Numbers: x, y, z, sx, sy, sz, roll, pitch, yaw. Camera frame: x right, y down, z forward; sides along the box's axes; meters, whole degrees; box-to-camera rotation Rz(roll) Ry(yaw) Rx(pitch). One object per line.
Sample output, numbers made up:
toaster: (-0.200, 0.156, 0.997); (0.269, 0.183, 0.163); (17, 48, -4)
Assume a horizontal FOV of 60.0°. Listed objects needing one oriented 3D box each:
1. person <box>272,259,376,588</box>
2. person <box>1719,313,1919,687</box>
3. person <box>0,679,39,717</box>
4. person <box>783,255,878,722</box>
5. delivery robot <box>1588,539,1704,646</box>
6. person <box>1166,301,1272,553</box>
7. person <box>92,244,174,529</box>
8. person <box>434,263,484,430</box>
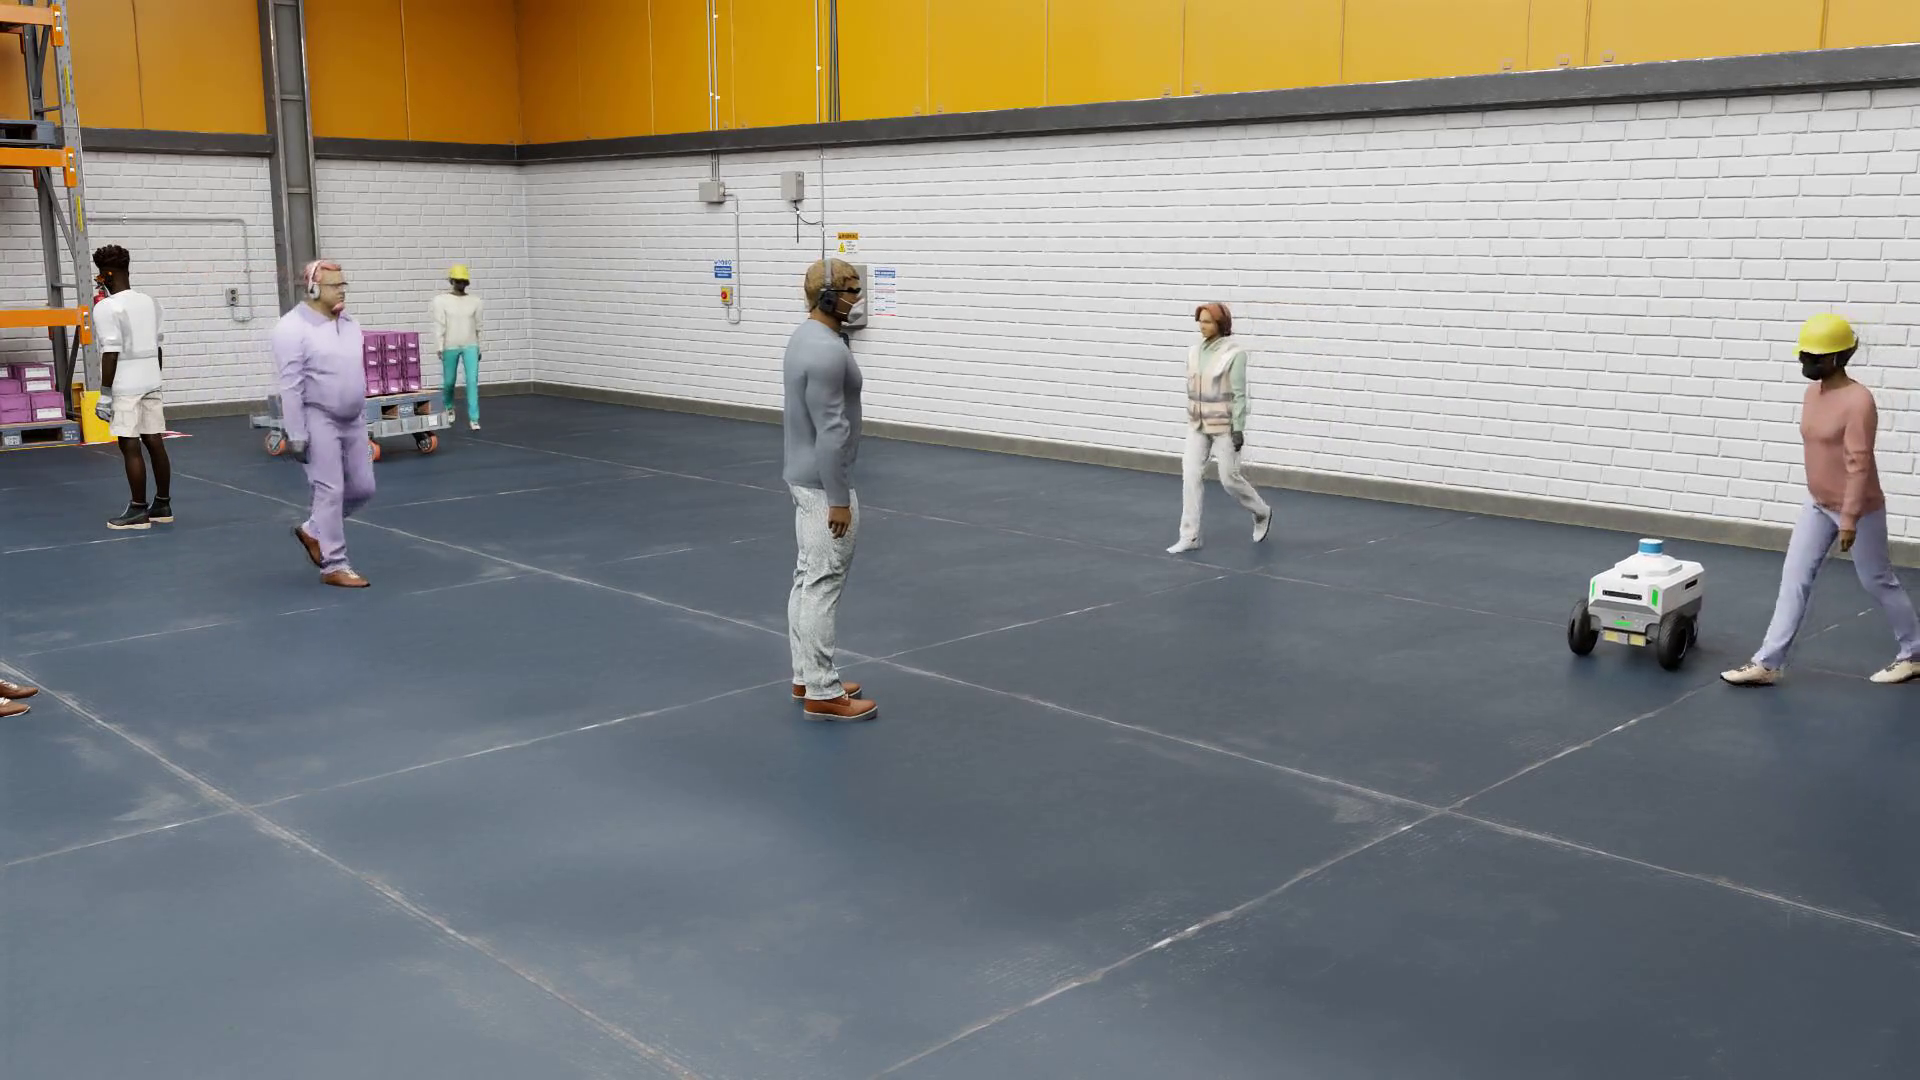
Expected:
person: (-3.682, -0.664, 9.596); (0.544, 1.892, 0.642); (4, 11, 22)
person: (3.949, -0.158, 7.374); (0.979, 1.686, 0.527); (-1, 10, -6)
person: (-4.172, -0.185, 7.030); (0.313, 1.866, 0.538); (-4, 11, -21)
person: (-0.563, -0.214, 6.991); (0.353, 1.937, 0.635); (-3, 11, -13)
delivery robot: (3.323, 0.239, 8.041); (0.477, 0.478, 0.707); (9, 13, 40)
person: (1.692, -0.725, 10.686); (0.720, 1.619, 0.521); (-8, 13, -37)
person: (-5.747, -1.053, 11.511); (0.380, 1.958, 0.603); (2, 11, 11)
person: (-5.284, -2.052, 17.556); (0.520, 1.740, 0.793); (-5, 11, -23)
